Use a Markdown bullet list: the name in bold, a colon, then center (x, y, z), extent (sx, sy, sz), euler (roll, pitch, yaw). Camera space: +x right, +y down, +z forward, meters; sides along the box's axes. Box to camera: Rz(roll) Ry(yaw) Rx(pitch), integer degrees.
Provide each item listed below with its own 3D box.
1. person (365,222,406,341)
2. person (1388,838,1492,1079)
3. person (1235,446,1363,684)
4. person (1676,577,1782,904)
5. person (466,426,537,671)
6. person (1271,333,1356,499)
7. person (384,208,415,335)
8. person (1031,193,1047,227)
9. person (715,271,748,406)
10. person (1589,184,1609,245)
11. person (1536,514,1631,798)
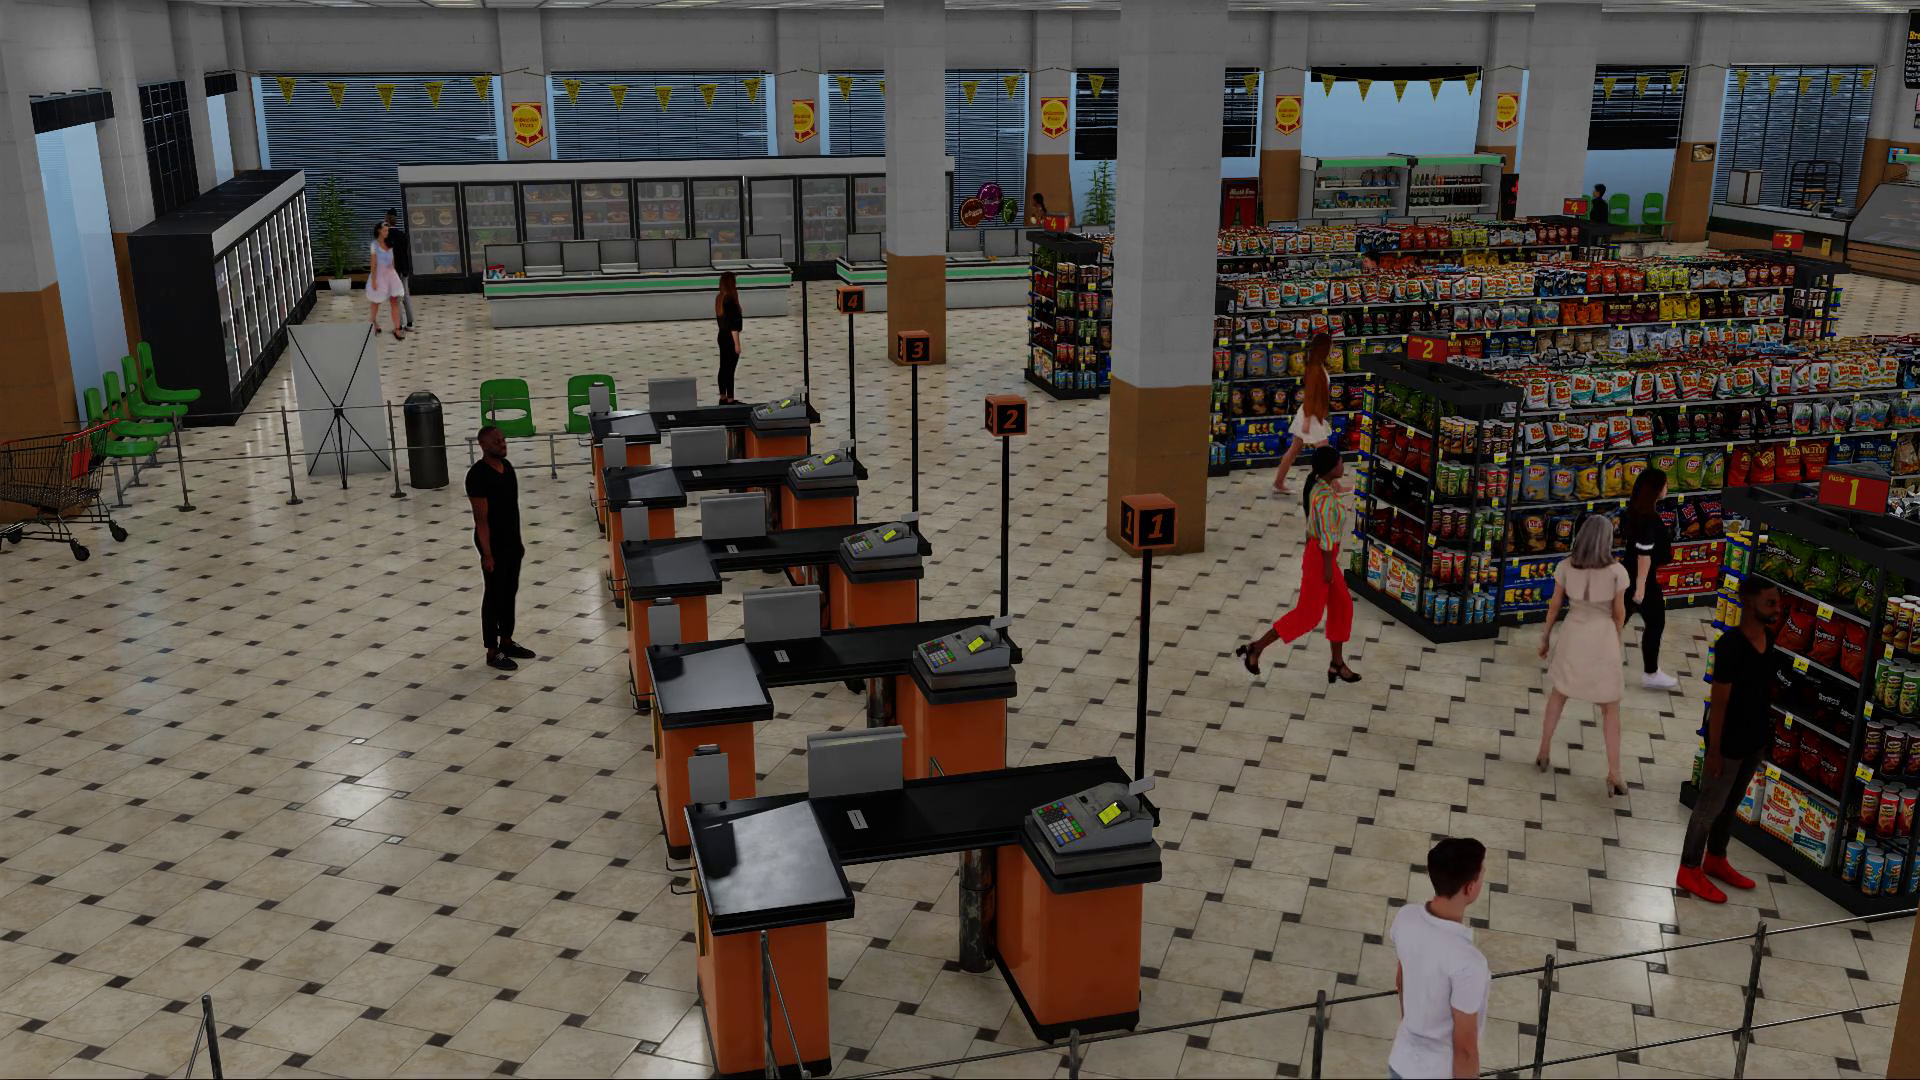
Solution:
- **person**: center (-8.891, -3.936, 25.506), extent (1.118, 1.752, 1.251), euler (16, 23, 42)
- **person**: center (1.661, 1.943, 5.982), extent (0.605, 1.847, 0.723), euler (-5, 18, -17)
- **person**: center (2.450, 0.224, 11.795), extent (1.209, 1.758, 0.805), euler (0, 17, 1)
- **person**: center (4.166, 1.055, 8.982), extent (0.605, 1.803, 0.765), euler (-12, 21, -35)
- **person**: center (-3.412, 0.039, 12.299), extent (0.741, 1.819, 0.746), euler (5, 18, 15)
- **person**: center (3.429, -1.213, 16.679), extent (1.178, 1.670, 0.907), euler (2, 17, 8)
- **person**: center (-8.876, -4.236, 26.158), extent (0.841, 1.948, 0.784), euler (9, 19, 28)
- **person**: center (1.534, -5.537, 30.797), extent (0.825, 1.742, 0.716), euler (2, 17, 6)
- **person**: center (-2.927, -2.516, 20.910), extent (0.611, 1.706, 0.659), euler (-10, 19, -29)
- **person**: center (12.196, -5.798, 31.561), extent (1.244, 1.796, 1.194), euler (10, 19, 29)
- **person**: center (3.856, 0.693, 10.330), extent (0.961, 1.712, 0.995), euler (12, 20, 34)
